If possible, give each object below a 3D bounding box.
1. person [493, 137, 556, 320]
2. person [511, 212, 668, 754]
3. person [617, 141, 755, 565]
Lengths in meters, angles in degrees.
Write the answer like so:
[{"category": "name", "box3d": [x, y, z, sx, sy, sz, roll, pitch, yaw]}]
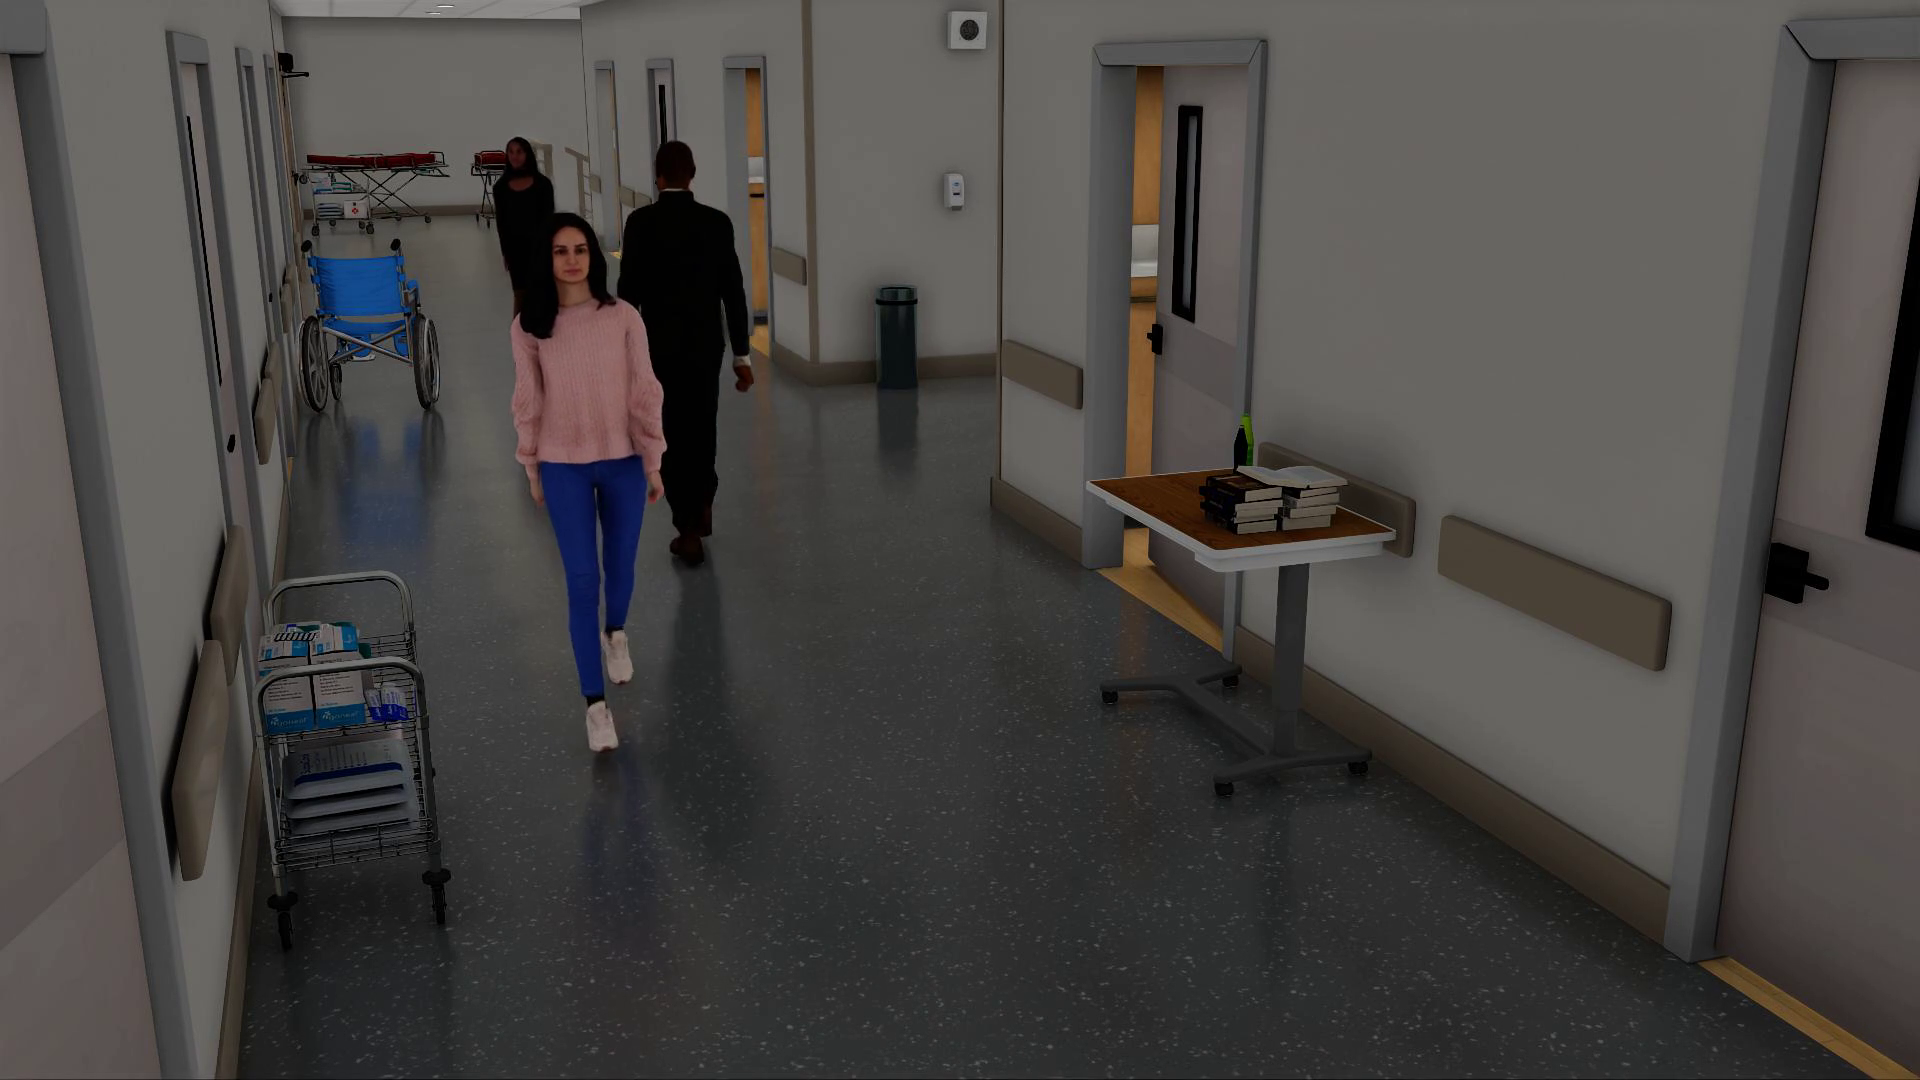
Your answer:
[{"category": "person", "box3d": [-3.296, -2.210, 12.811, 0.778, 1.690, 1.199, -2, 16, -9]}, {"category": "person", "box3d": [-1.248, -0.222, 5.690, 0.708, 1.729, 1.174, -4, 16, -15]}, {"category": "person", "box3d": [-1.237, -0.827, 7.555, 0.793, 1.880, 0.948, -9, 18, -28]}]
